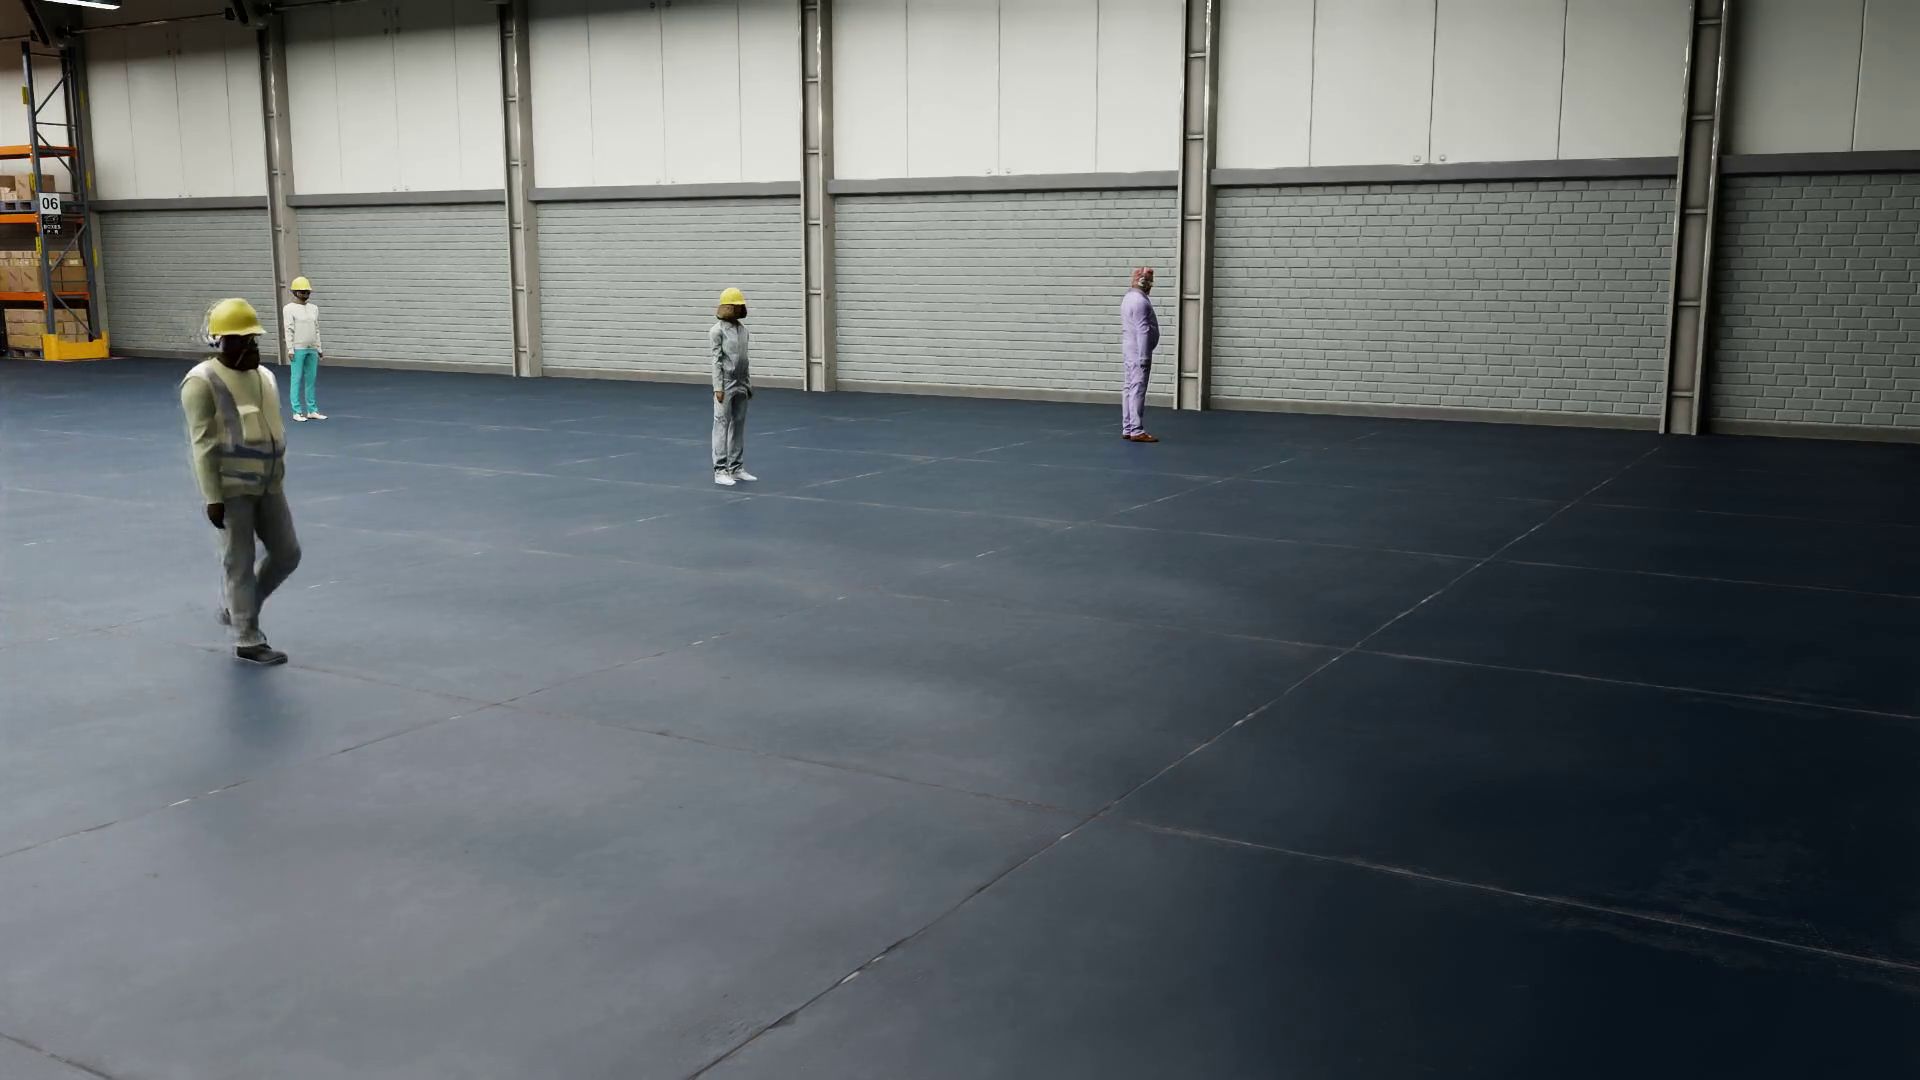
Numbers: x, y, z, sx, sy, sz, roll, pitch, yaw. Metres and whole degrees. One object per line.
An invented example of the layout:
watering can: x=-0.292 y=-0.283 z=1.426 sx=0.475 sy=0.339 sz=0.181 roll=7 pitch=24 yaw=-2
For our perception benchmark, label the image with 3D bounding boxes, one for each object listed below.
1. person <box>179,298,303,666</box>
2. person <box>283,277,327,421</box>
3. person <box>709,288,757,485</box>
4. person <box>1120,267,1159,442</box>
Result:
person: x=-3.524 y=-0.274 z=8.185 sx=0.429 sy=1.815 sz=0.601 roll=4 pitch=10 yaw=21
person: x=-8.069 y=-2.347 z=20.483 sx=0.313 sy=1.768 sz=0.527 roll=4 pitch=11 yaw=25
person: x=-2.019 y=-1.368 z=14.822 sx=0.295 sy=1.744 sz=0.485 roll=6 pitch=11 yaw=30
person: x=1.975 y=-2.025 z=18.209 sx=0.408 sy=1.903 sz=0.638 roll=-1 pitch=10 yaw=-8
